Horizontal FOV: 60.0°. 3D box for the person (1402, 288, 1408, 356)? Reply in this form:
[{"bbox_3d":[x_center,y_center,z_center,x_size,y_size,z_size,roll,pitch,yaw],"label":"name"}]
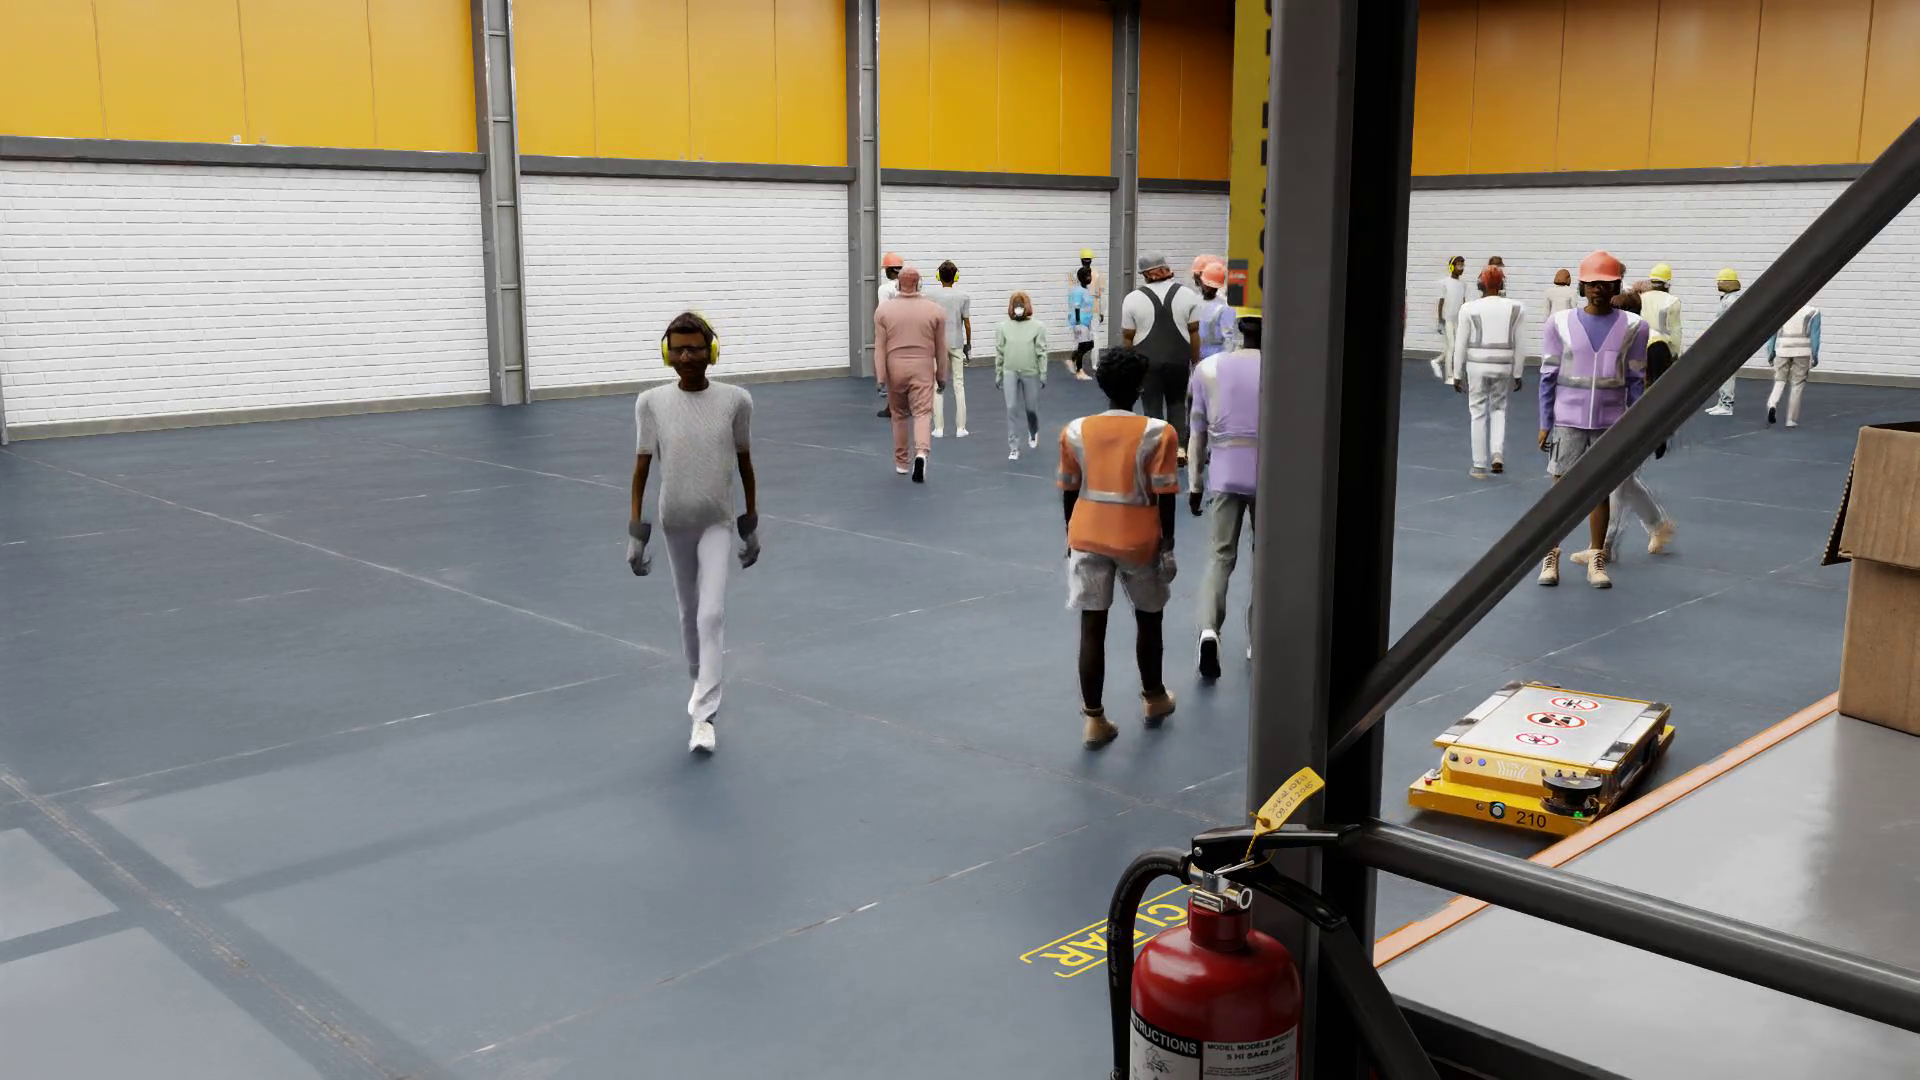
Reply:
[{"bbox_3d":[6.045,-3.019,23.397,0.534,1.752,0.445,10,14,43],"label":"person"}]

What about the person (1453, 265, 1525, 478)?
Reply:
[{"bbox_3d":[4.635,-1.473,14.627,0.602,1.872,0.412,0,10,2],"label":"person"}]

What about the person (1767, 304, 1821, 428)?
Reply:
[{"bbox_3d":[9.216,-2.041,18.406,0.518,1.627,0.435,9,14,41],"label":"person"}]

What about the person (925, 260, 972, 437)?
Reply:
[{"bbox_3d":[-0.122,-2.017,17.610,0.509,1.872,0.328,0,10,-2],"label":"person"}]

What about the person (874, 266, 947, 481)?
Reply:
[{"bbox_3d":[-0.430,-1.460,14.593,0.640,1.876,0.888,0,10,-2],"label":"person"}]

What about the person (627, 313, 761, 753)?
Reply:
[{"bbox_3d":[-1.139,-0.059,7.099,0.539,1.815,0.997,0,10,-2],"label":"person"}]

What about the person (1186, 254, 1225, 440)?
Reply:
[{"bbox_3d":[2.540,-1.831,16.381,0.931,1.960,0.629,-1,10,-4],"label":"person"}]

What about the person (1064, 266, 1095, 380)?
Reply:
[{"bbox_3d":[1.763,-3.191,24.534,0.430,1.687,0.534,5,12,26],"label":"person"}]

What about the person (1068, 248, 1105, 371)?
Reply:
[{"bbox_3d":[1.990,-3.634,26.275,0.593,1.923,0.387,-1,10,-4],"label":"person"}]

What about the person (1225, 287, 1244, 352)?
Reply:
[{"bbox_3d":[3.482,-2.534,21.143,0.531,1.596,0.705,2,11,10],"label":"person"}]

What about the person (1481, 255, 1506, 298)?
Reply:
[{"bbox_3d":[8.147,-3.434,25.449,0.729,1.827,0.550,-3,11,-17],"label":"person"}]

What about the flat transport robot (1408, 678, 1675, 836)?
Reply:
[{"bbox_3d":[2.316,0.817,6.516,0.652,0.197,1.431,7,12,33],"label":"flat transport robot"}]

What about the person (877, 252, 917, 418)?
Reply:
[{"bbox_3d":[-0.765,-2.403,19.522,0.353,1.941,0.543,10,14,44],"label":"person"}]

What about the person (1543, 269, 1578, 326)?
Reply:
[{"bbox_3d":[8.894,-3.190,24.650,0.498,1.634,0.281,8,13,37],"label":"person"}]

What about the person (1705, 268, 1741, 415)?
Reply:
[{"bbox_3d":[9.108,-2.361,19.830,0.322,1.743,0.489,4,11,19],"label":"person"}]

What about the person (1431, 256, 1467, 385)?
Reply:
[{"bbox_3d":[7.026,-3.159,23.918,0.516,1.848,0.630,-5,12,-25],"label":"person"}]

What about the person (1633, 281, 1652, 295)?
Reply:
[{"bbox_3d":[8.123,-2.282,19.798,0.531,1.602,0.812,-9,14,-40],"label":"person"}]

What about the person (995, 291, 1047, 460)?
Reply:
[{"bbox_3d":[0.594,-1.599,16.045,0.504,1.612,0.646,1,10,8],"label":"person"}]

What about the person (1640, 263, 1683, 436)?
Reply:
[{"bbox_3d":[7.406,-2.013,17.691,0.403,1.833,0.591,-7,13,-34],"label":"person"}]

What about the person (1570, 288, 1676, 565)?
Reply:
[{"bbox_3d":[4.408,-0.751,10.913,0.848,1.807,0.644,-3,11,-17],"label":"person"}]

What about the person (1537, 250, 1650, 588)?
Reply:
[{"bbox_3d":[3.815,-0.721,10.065,0.608,2.045,0.391,3,11,16],"label":"person"}]

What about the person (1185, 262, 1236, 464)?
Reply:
[{"bbox_3d":[2.256,-1.651,15.604,0.366,1.888,0.772,-6,12,-30],"label":"person"}]

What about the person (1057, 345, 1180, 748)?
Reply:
[{"bbox_3d":[0.707,0.006,7.094,0.557,1.665,0.755,4,11,23],"label":"person"}]

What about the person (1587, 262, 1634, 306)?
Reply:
[{"bbox_3d":[8.126,-2.564,20.790,0.621,1.813,0.844,8,13,38],"label":"person"}]

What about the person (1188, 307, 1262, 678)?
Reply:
[{"bbox_3d":[1.382,-0.289,8.108,0.597,1.904,0.861,4,11,21],"label":"person"}]

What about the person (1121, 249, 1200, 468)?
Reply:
[{"bbox_3d":[1.788,-1.616,14.955,0.710,2.000,0.542,0,10,-2],"label":"person"}]
